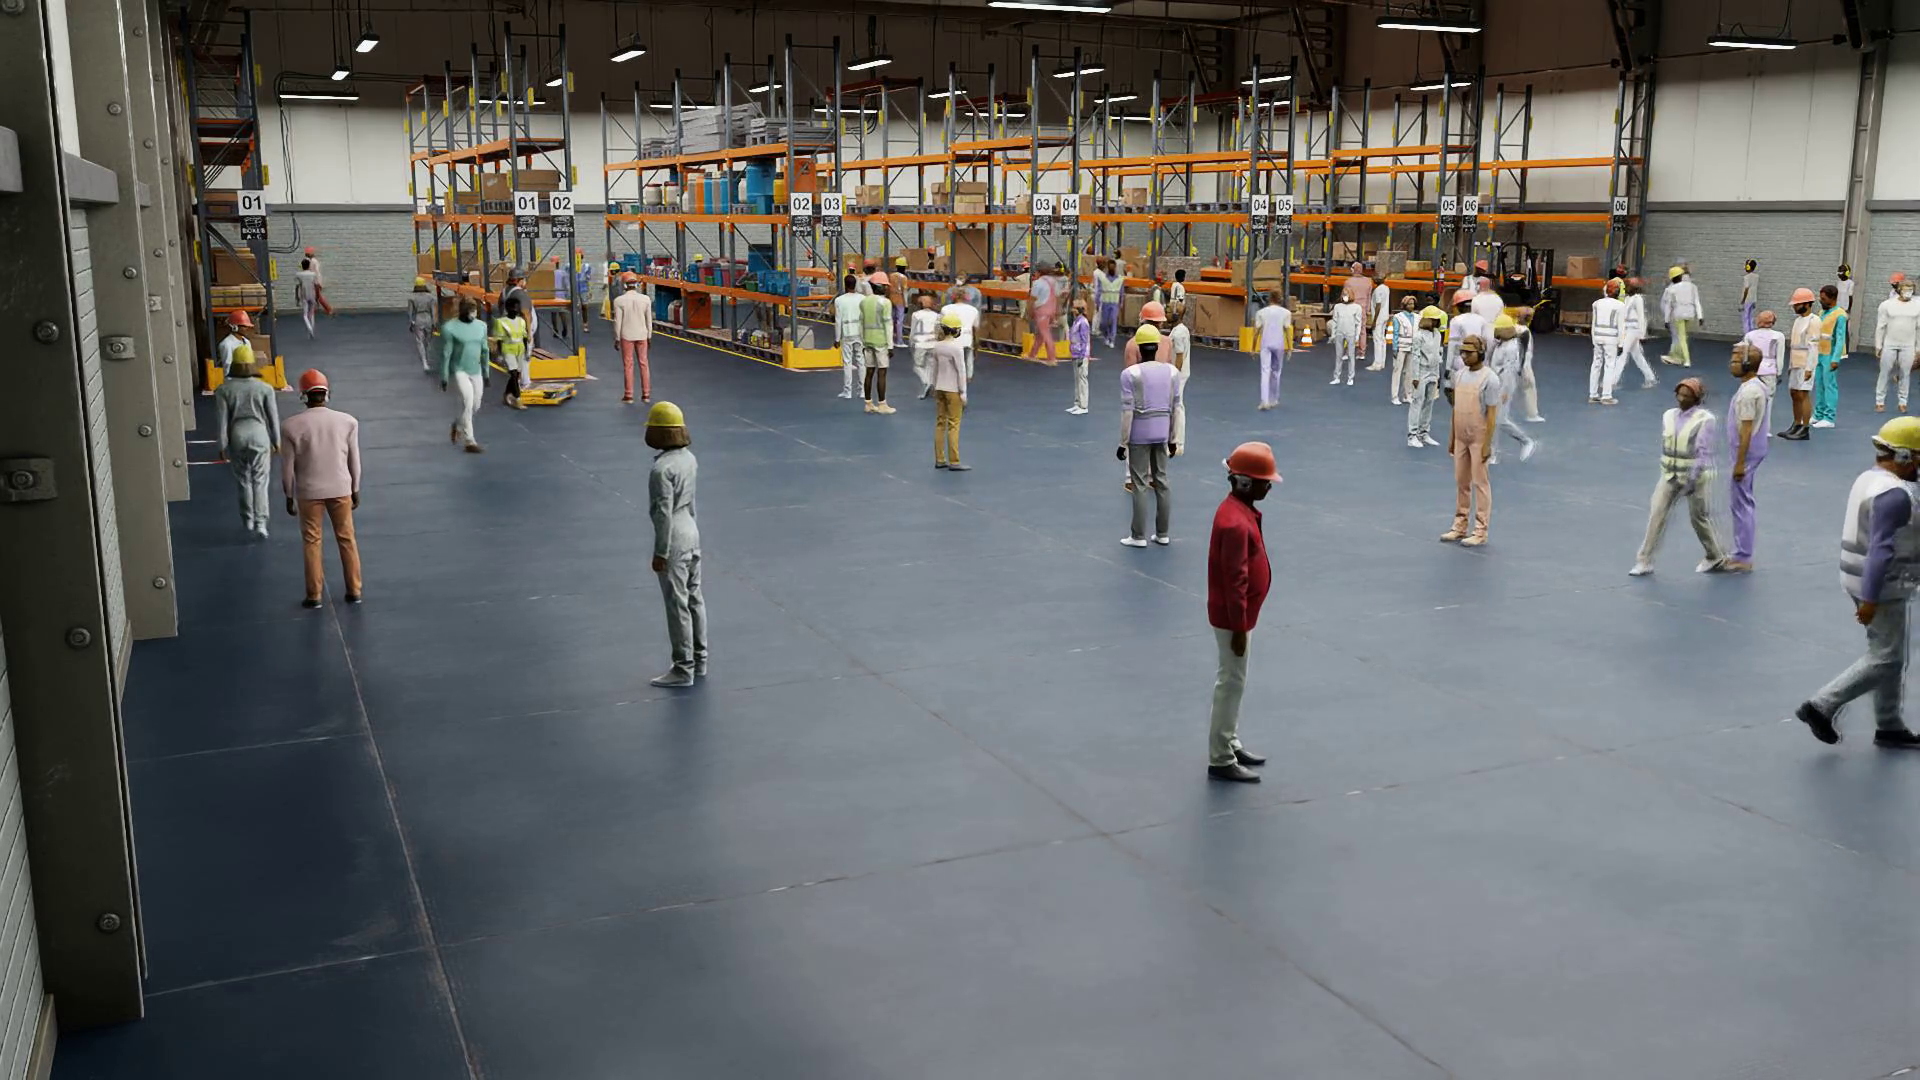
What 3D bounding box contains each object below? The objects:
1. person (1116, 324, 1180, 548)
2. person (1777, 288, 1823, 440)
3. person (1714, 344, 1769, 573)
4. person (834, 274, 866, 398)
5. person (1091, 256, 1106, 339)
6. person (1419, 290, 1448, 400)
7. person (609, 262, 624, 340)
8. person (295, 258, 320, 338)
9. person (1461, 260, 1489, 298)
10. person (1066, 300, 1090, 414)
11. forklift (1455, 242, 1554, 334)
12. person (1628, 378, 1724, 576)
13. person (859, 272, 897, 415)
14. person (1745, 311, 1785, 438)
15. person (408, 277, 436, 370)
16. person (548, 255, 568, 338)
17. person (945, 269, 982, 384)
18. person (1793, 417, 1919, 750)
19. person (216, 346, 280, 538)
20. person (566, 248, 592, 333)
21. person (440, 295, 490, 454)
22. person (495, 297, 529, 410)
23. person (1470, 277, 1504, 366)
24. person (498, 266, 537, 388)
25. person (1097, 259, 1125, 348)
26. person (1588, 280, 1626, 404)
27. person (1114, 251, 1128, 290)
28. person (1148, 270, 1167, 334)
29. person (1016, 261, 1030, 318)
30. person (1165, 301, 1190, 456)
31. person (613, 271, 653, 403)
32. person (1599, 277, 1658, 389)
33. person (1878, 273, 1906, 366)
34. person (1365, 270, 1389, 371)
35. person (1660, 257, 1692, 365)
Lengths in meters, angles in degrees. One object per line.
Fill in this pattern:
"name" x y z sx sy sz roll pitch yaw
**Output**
"person" 1.613 -0.891 14.355 0.594 1.923 0.372 -6 12 -26
"person" 10.706 -2.236 21.197 0.383 1.926 0.550 0 11 1
"person" 6.318 -0.659 13.416 0.330 1.839 0.515 6 13 29
"person" -1.686 -3.176 25.977 0.591 1.922 0.392 -6 13 -27
"person" 3.199 -5.586 38.318 0.337 1.882 0.584 2 11 12
"person" 7.279 -3.006 25.707 0.319 1.694 0.533 -8 13 -34
"person" -7.810 -5.437 37.887 0.341 1.756 0.518 -6 12 -26
"person" -14.993 -5.557 38.266 0.517 1.853 0.694 -6 13 -29
"person" 10.719 -4.882 34.689 0.567 1.919 0.407 1 11 7
"person" 1.719 -2.630 23.919 0.308 1.641 0.514 -2 11 -9
"forklift" 13.047 -6.049 39.881 2.313 2.155 1.214 -5 12 -23
"person" 5.779 -0.502 13.205 0.793 1.597 0.509 -7 13 -31
"person" -1.172 -2.821 23.875 0.610 2.037 0.398 10 15 42
"person" 10.321 -2.131 21.411 0.314 1.629 0.508 -10 15 -41
"person" -9.839 -3.960 30.488 0.497 1.717 0.748 -4 12 -22
"person" -9.292 -5.601 38.318 0.544 1.920 0.584 -6 12 -26
"person" 0.052 -3.592 28.051 0.629 1.937 0.378 2 11 10
"person" 4.893 0.248 8.867 0.760 1.808 0.634 3 11 14
"person" -6.359 -0.880 14.878 0.498 1.704 0.884 -4 12 -18
"person" -9.174 -6.011 40.071 0.605 2.045 0.377 -3 12 -15
"person" -6.035 -2.018 20.157 0.814 1.907 0.663 9 15 40
"person" -6.644 -2.768 24.590 0.799 1.672 0.542 8 14 35
"person" 8.060 -3.126 25.793 0.678 1.885 0.535 -5 12 -23
"person" -7.028 -3.360 26.606 0.681 2.000 0.536 10 15 42
"person" 3.245 -5.108 35.862 0.598 1.900 0.803 1 11 5
"person" 9.791 -2.989 25.157 0.350 1.878 0.568 -7 13 -31
"person" 4.472 -7.283 47.173 0.591 1.824 0.992 0 11 -2
"person" 3.598 -4.031 30.558 0.392 1.837 0.575 1 11 5
"person" 1.551 -5.698 39.257 0.563 1.742 0.361 -5 12 -25
"person" 2.558 -1.917 19.772 0.337 1.845 0.514 2 11 9
"person" -4.980 -3.083 25.328 0.616 1.990 0.393 -7 13 -32
"person" 11.067 -3.389 27.286 0.952 1.846 0.576 1 11 7
"person" 17.695 -4.174 31.483 0.345 1.746 0.573 -1 11 -3
"person" 7.663 -4.020 30.458 0.336 1.844 0.514 7 13 31
"person" 13.646 -4.368 31.727 0.536 2.000 0.676 3 12 17
